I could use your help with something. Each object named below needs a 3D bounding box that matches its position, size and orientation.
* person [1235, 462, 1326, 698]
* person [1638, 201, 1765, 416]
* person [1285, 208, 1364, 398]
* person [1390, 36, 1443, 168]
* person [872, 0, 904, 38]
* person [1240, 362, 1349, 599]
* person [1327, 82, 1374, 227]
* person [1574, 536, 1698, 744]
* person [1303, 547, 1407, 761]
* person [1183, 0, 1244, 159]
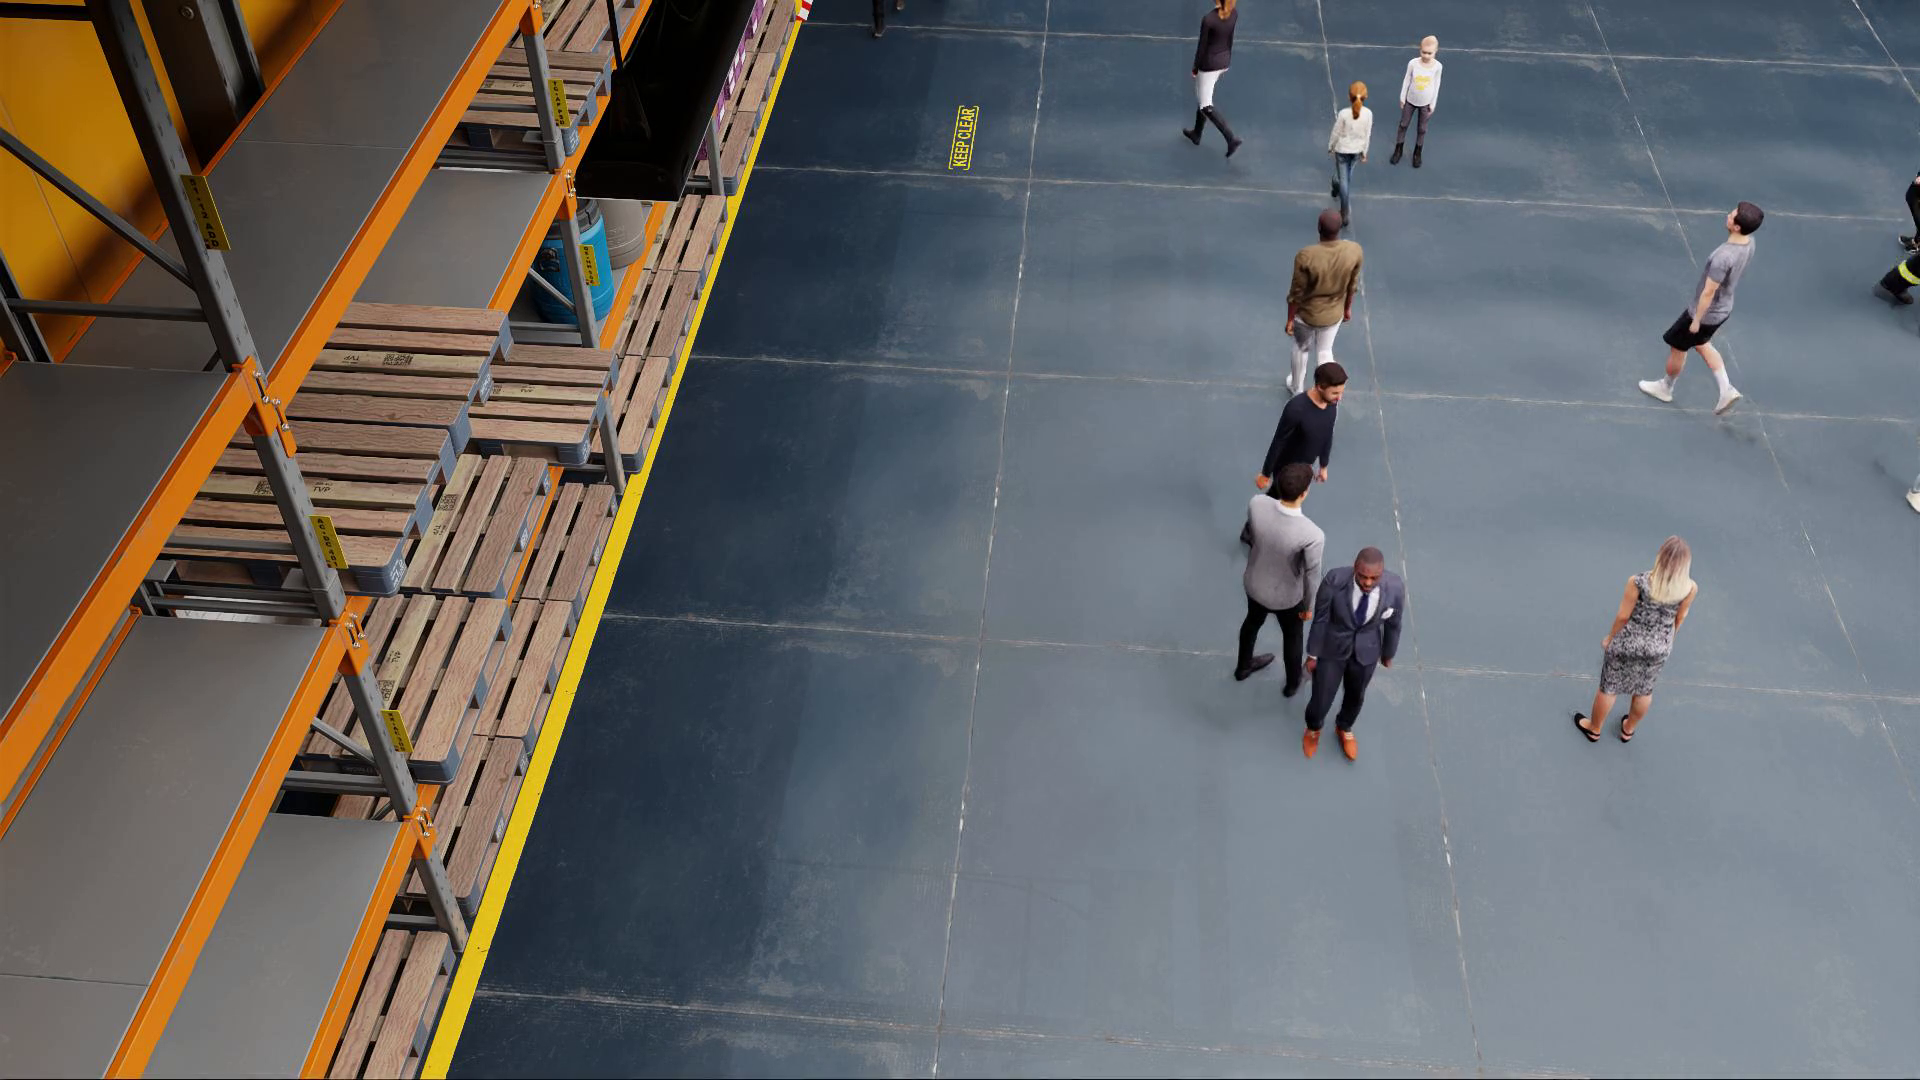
[{"bbox_3d":[1.947,0.273,10.571,0.970,1.914,0.921,-33,53,-30],"label":"person"},{"bbox_3d":[5.816,-1.731,12.719,1.040,1.854,1.110,-30,51,-27],"label":"person"},{"bbox_3d":[2.769,-1.672,12.699,0.848,1.796,1.085,-5,44,-5],"label":"person"},{"bbox_3d":[4.325,-4.150,15.676,0.520,1.277,0.534,11,45,12],"label":"person"},{"bbox_3d":[-0.780,-6.286,17.561,0.672,1.770,1.066,5,44,6],"label":"person"},{"bbox_3d":[2.230,-0.547,11.500,1.147,1.821,1.193,-29,51,-27],"label":"person"},{"bbox_3d":[3.502,-3.440,14.921,0.552,1.291,0.928,-1,44,-1],"label":"person"},{"bbox_3d":[4.221,0.650,10.327,0.569,1.704,0.502,5,44,5],"label":"person"},{"bbox_3d":[2.368,0.634,10.267,0.705,1.811,0.630,-1,44,-1],"label":"person"},{"bbox_3d":[2.417,-4.376,15.599,1.007,1.710,1.055,-30,51,-28],"label":"person"}]
